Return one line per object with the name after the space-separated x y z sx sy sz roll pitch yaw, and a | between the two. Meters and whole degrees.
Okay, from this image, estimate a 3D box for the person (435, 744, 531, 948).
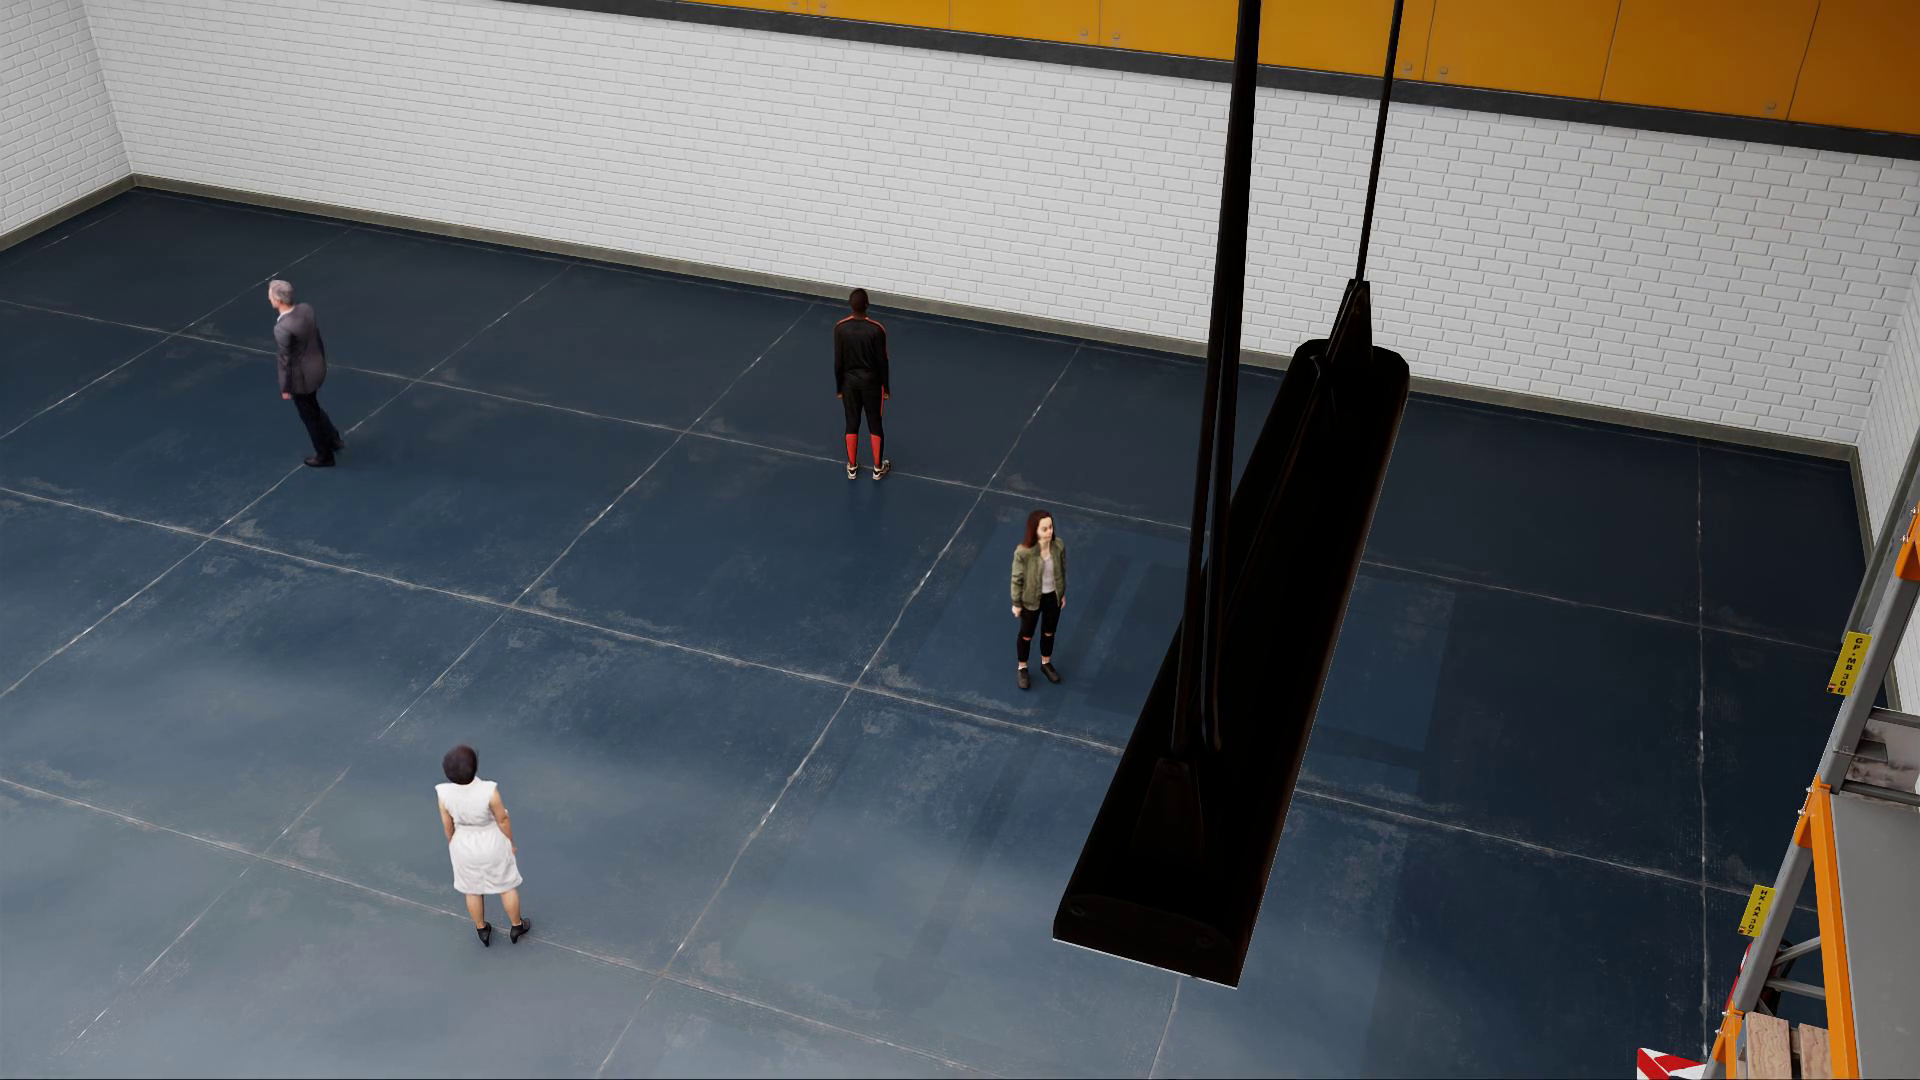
-2.879 1.840 10.006 0.631 1.553 0.639 -2 34 -3 | person

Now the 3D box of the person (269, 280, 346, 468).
-5.730 -1.455 14.715 0.859 1.827 0.659 4 34 6 | person

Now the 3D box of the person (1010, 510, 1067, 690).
0.584 0.421 12.210 0.659 1.476 0.700 -11 35 -16 | person

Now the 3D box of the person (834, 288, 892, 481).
-0.864 -1.372 14.609 0.680 1.807 0.610 4 34 6 | person
